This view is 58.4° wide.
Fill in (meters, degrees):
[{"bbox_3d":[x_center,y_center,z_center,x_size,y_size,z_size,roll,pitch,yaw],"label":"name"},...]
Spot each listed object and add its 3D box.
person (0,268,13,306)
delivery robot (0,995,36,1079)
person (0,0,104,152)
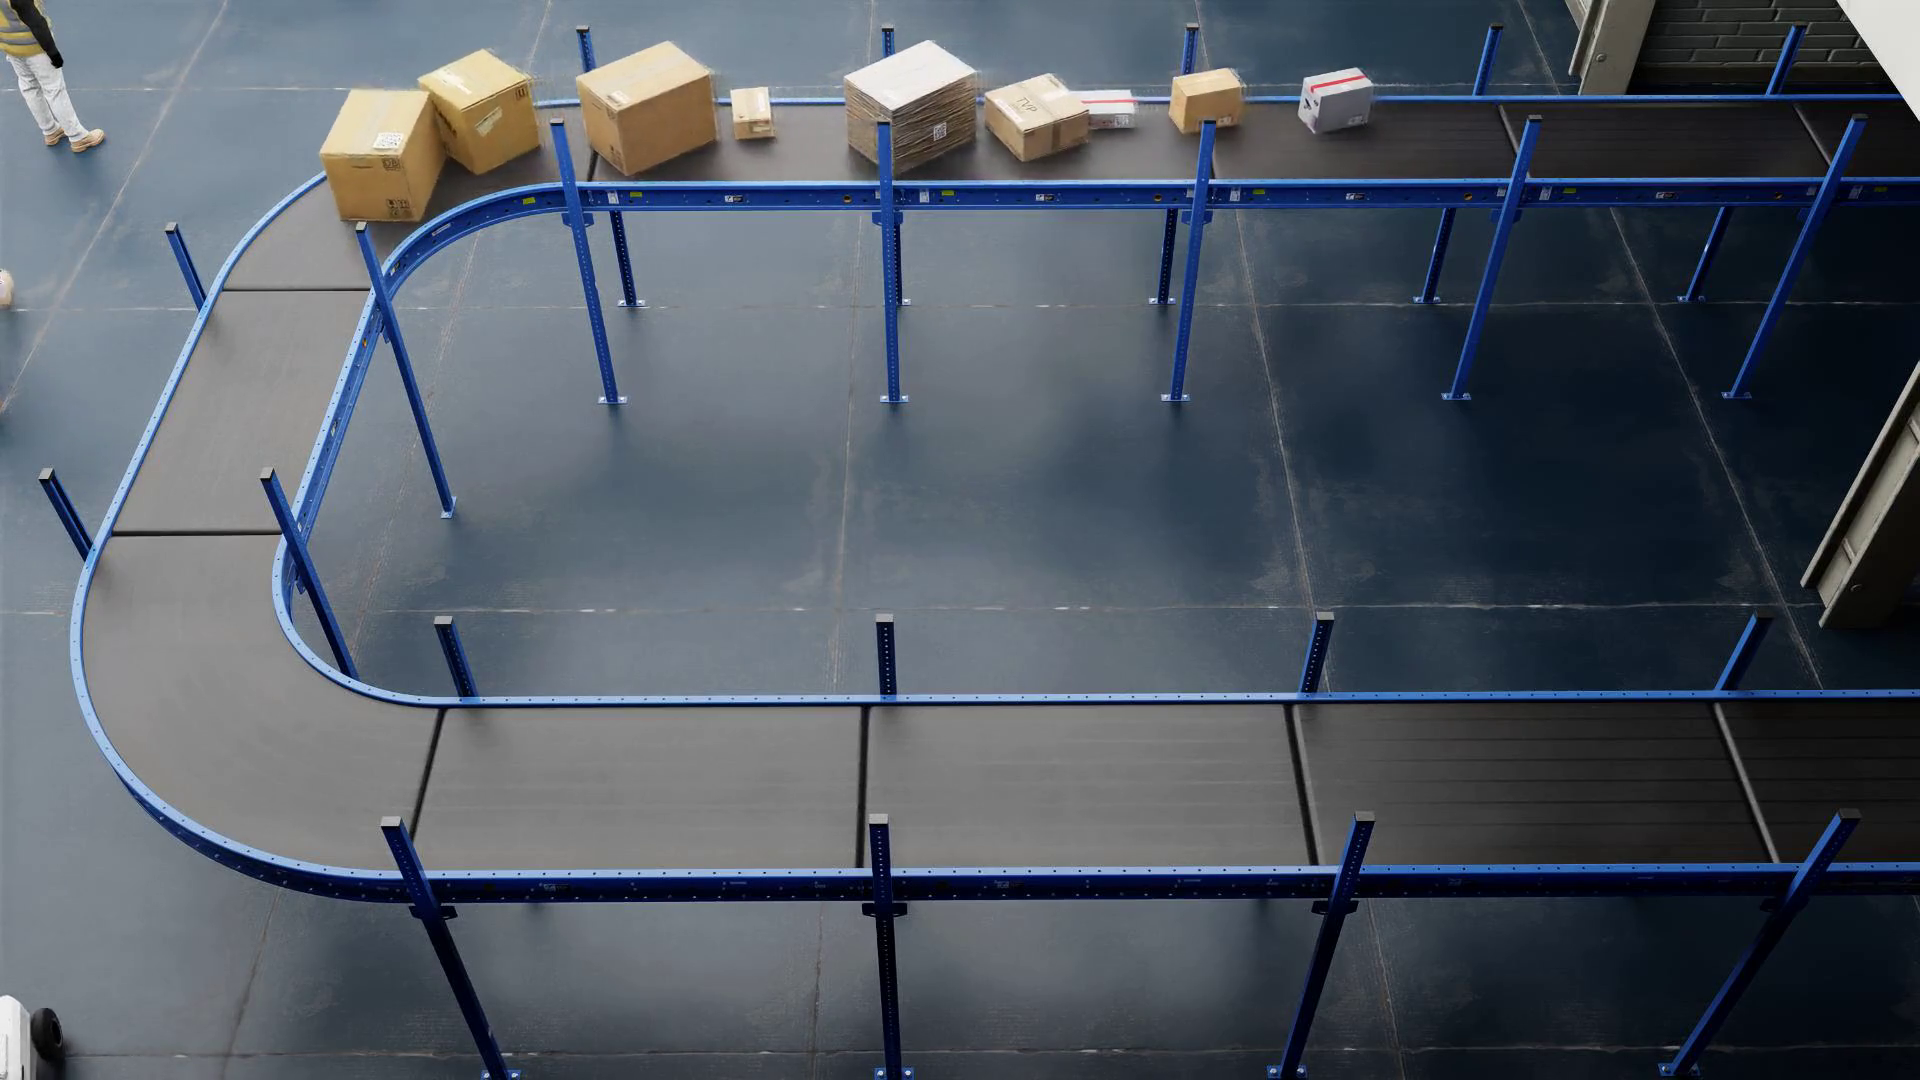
[{"bbox_3d":[-7.216,-2.177,12.083,0.647,1.791,0.946,-13,48,-12],"label":"person"},{"bbox_3d":[-4.753,2.612,8.411,0.477,0.478,0.707,-15,49,-14],"label":"delivery robot"},{"bbox_3d":[-7.437,-3.970,13.724,0.630,1.844,0.429,18,50,16],"label":"person"}]
